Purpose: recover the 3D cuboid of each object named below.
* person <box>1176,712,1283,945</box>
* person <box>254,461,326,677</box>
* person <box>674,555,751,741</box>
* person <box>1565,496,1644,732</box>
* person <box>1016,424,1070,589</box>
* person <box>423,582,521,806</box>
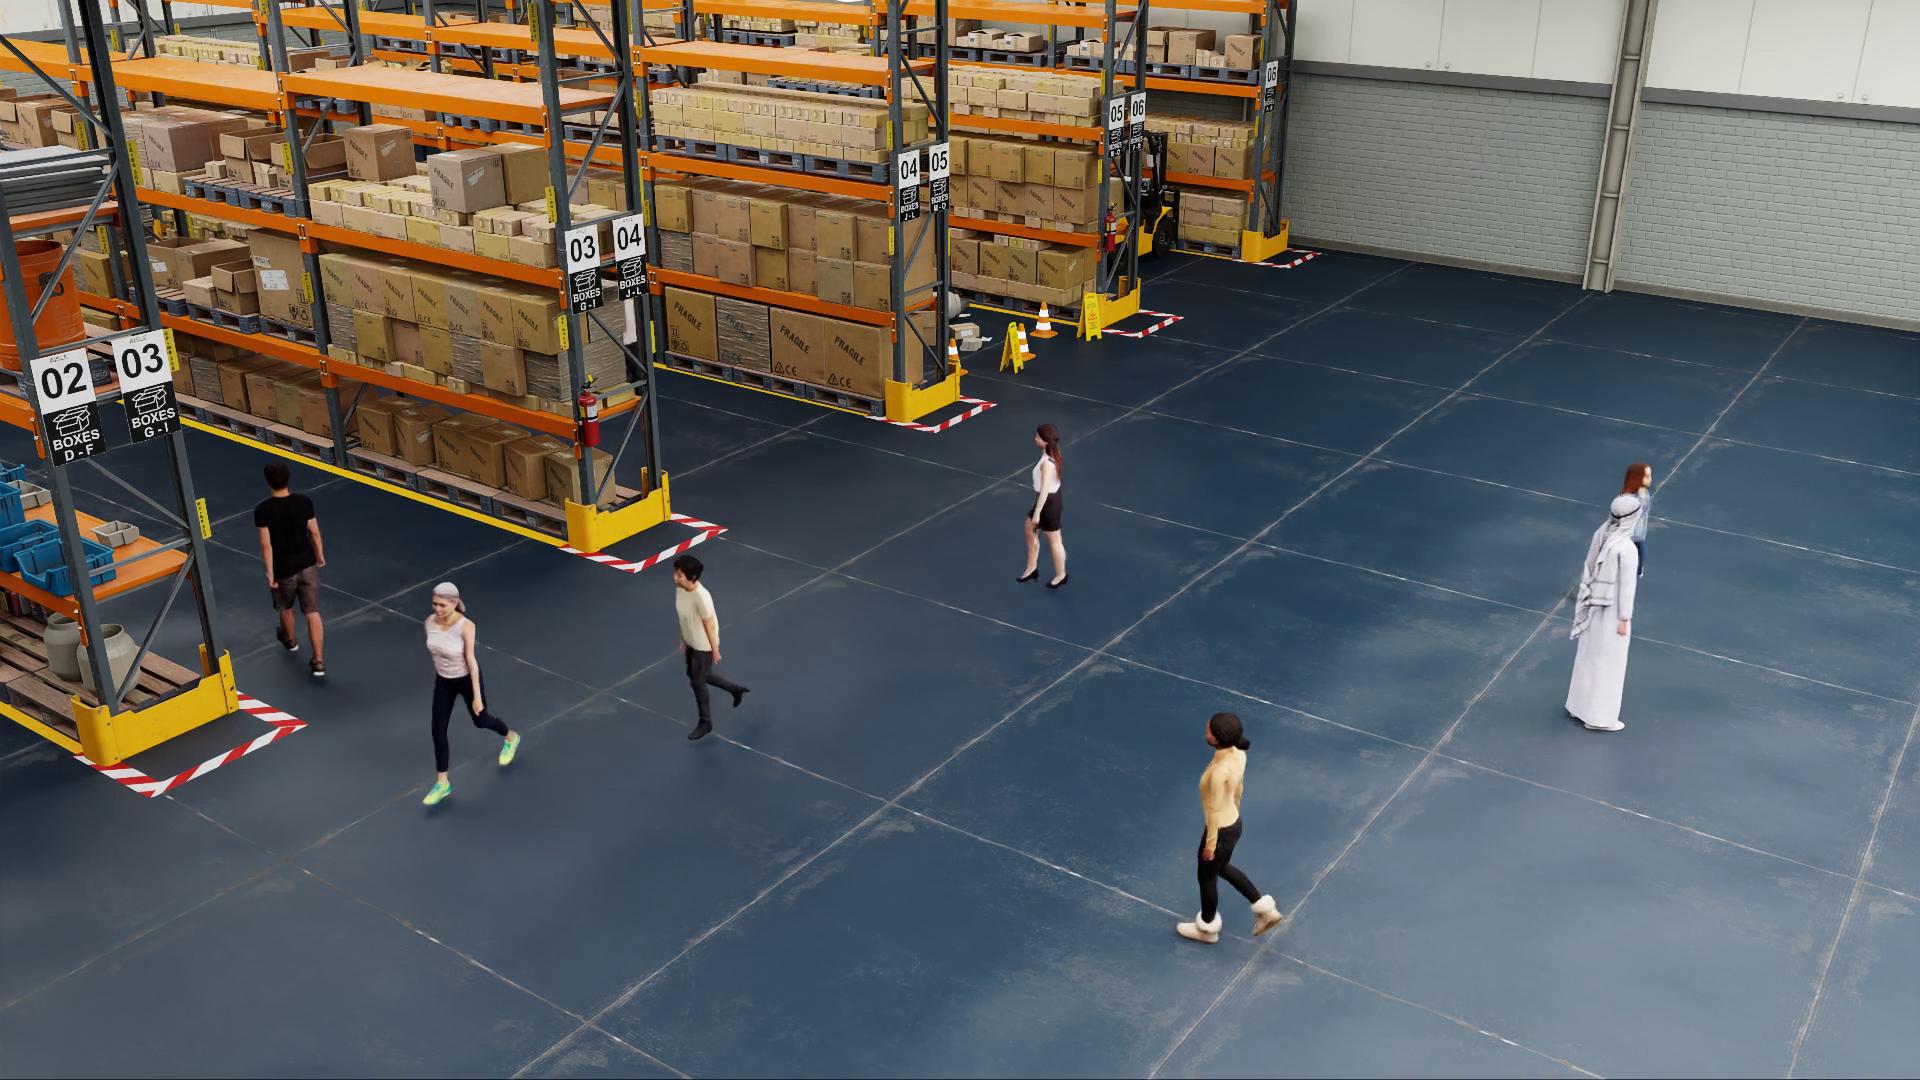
[{"bbox_3d":[1.706,1.837,10.357,0.901,1.643,0.644,12,26,26],"label":"person"},{"bbox_3d":[-5.508,0.276,13.815,0.947,1.808,1.291,-16,28,-33],"label":"person"},{"bbox_3d":[-1.951,0.802,12.896,0.836,1.560,0.871,-13,26,-28],"label":"person"},{"bbox_3d":[5.065,0.554,13.015,0.867,1.925,0.803,-4,23,-10],"label":"person"},{"bbox_3d":[0.900,-0.286,15.364,0.849,1.631,0.766,1,23,3],"label":"person"},{"bbox_3d":[-3.592,1.048,12.194,1.149,1.658,0.820,10,25,23],"label":"person"}]
